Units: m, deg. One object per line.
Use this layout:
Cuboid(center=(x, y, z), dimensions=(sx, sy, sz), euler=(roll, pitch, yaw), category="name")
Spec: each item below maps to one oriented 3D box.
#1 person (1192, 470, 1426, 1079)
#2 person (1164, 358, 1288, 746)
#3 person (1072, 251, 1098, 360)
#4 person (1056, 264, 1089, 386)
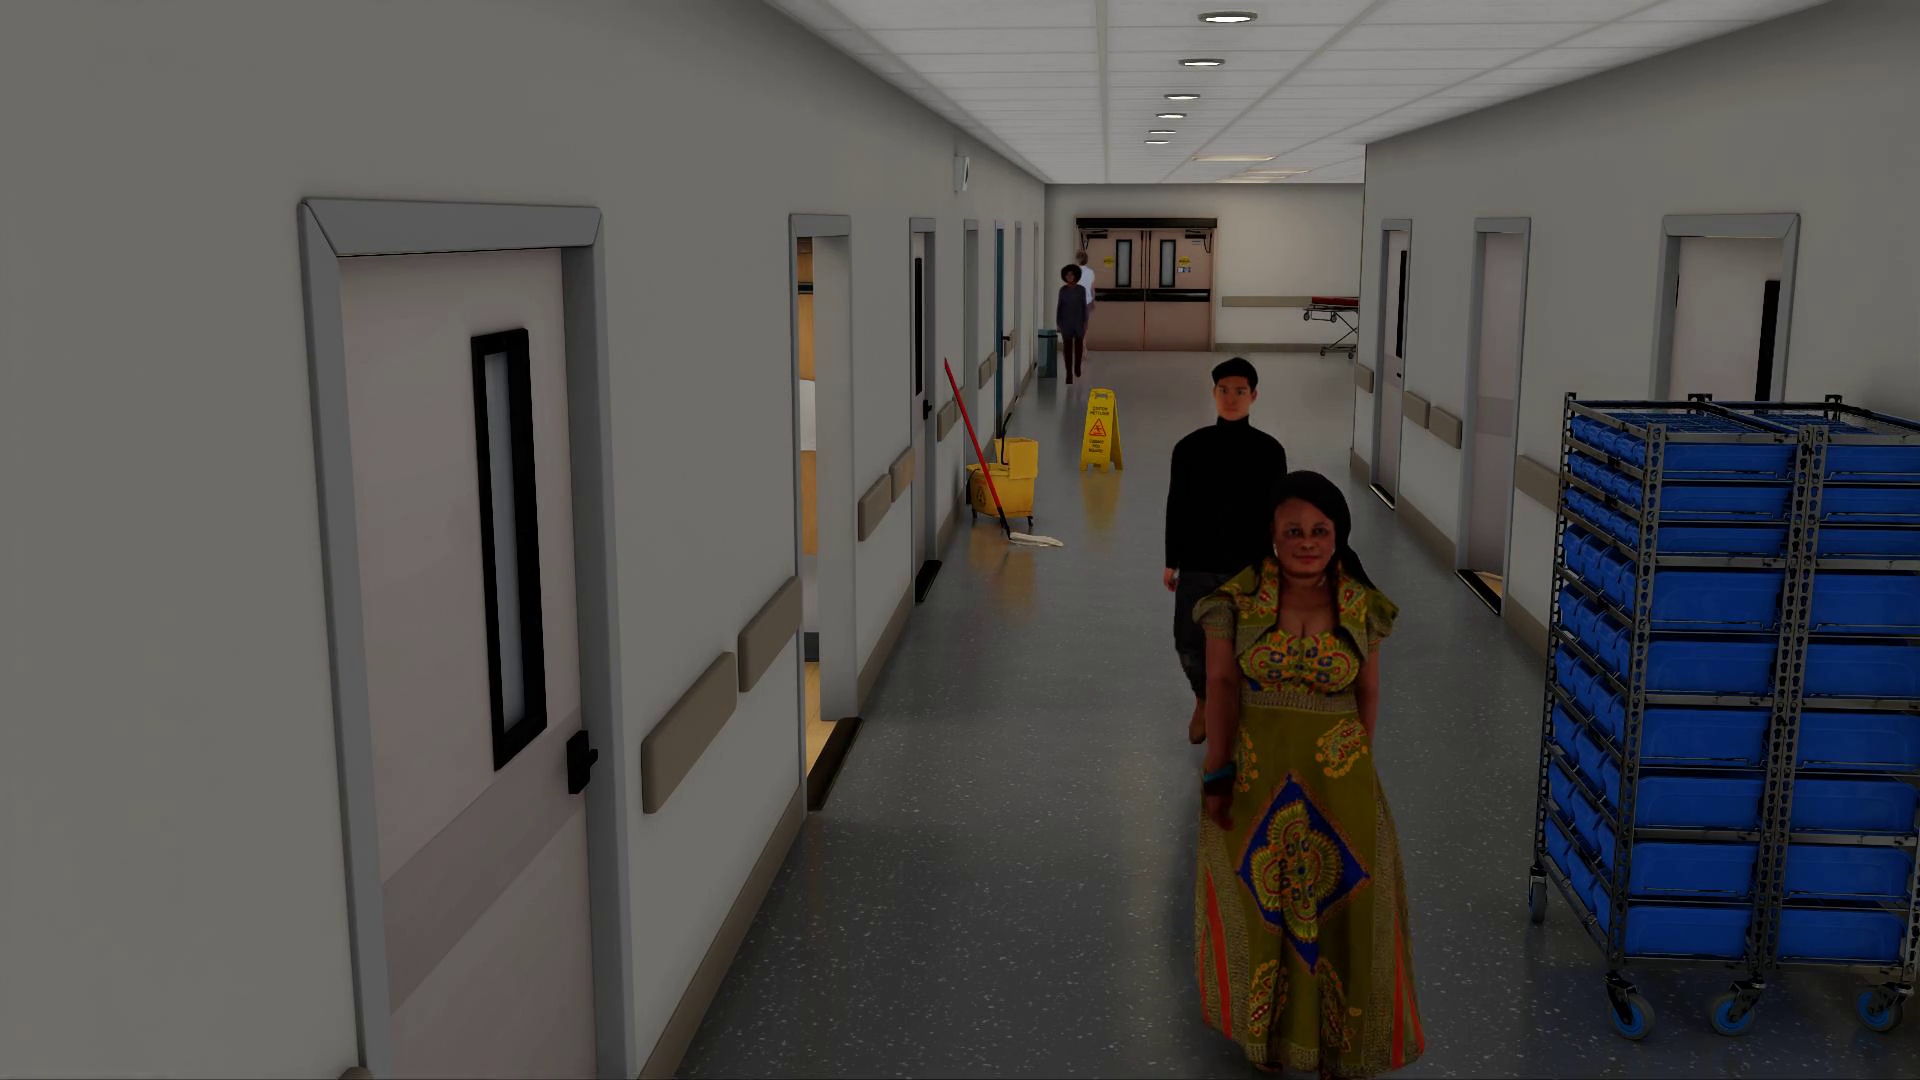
Cuboid(center=(0.869, 0.621, 4.464), dimensions=(0.781, 1.645, 0.739), euler=(1, 11, 3), category="person")
Cuboid(center=(1.140, 0.074, 7.166), dimensions=(0.710, 1.714, 0.687), euler=(3, 11, 14), category="person")
Cuboid(center=(2.087, -3.951, 28.161), dimensions=(1.017, 1.795, 1.170), euler=(-6, 12, -27), category="person")
Cuboid(center=(1.623, -3.079, 23.824), dimensions=(0.640, 1.697, 0.742), euler=(2, 11, 11), category="person")
